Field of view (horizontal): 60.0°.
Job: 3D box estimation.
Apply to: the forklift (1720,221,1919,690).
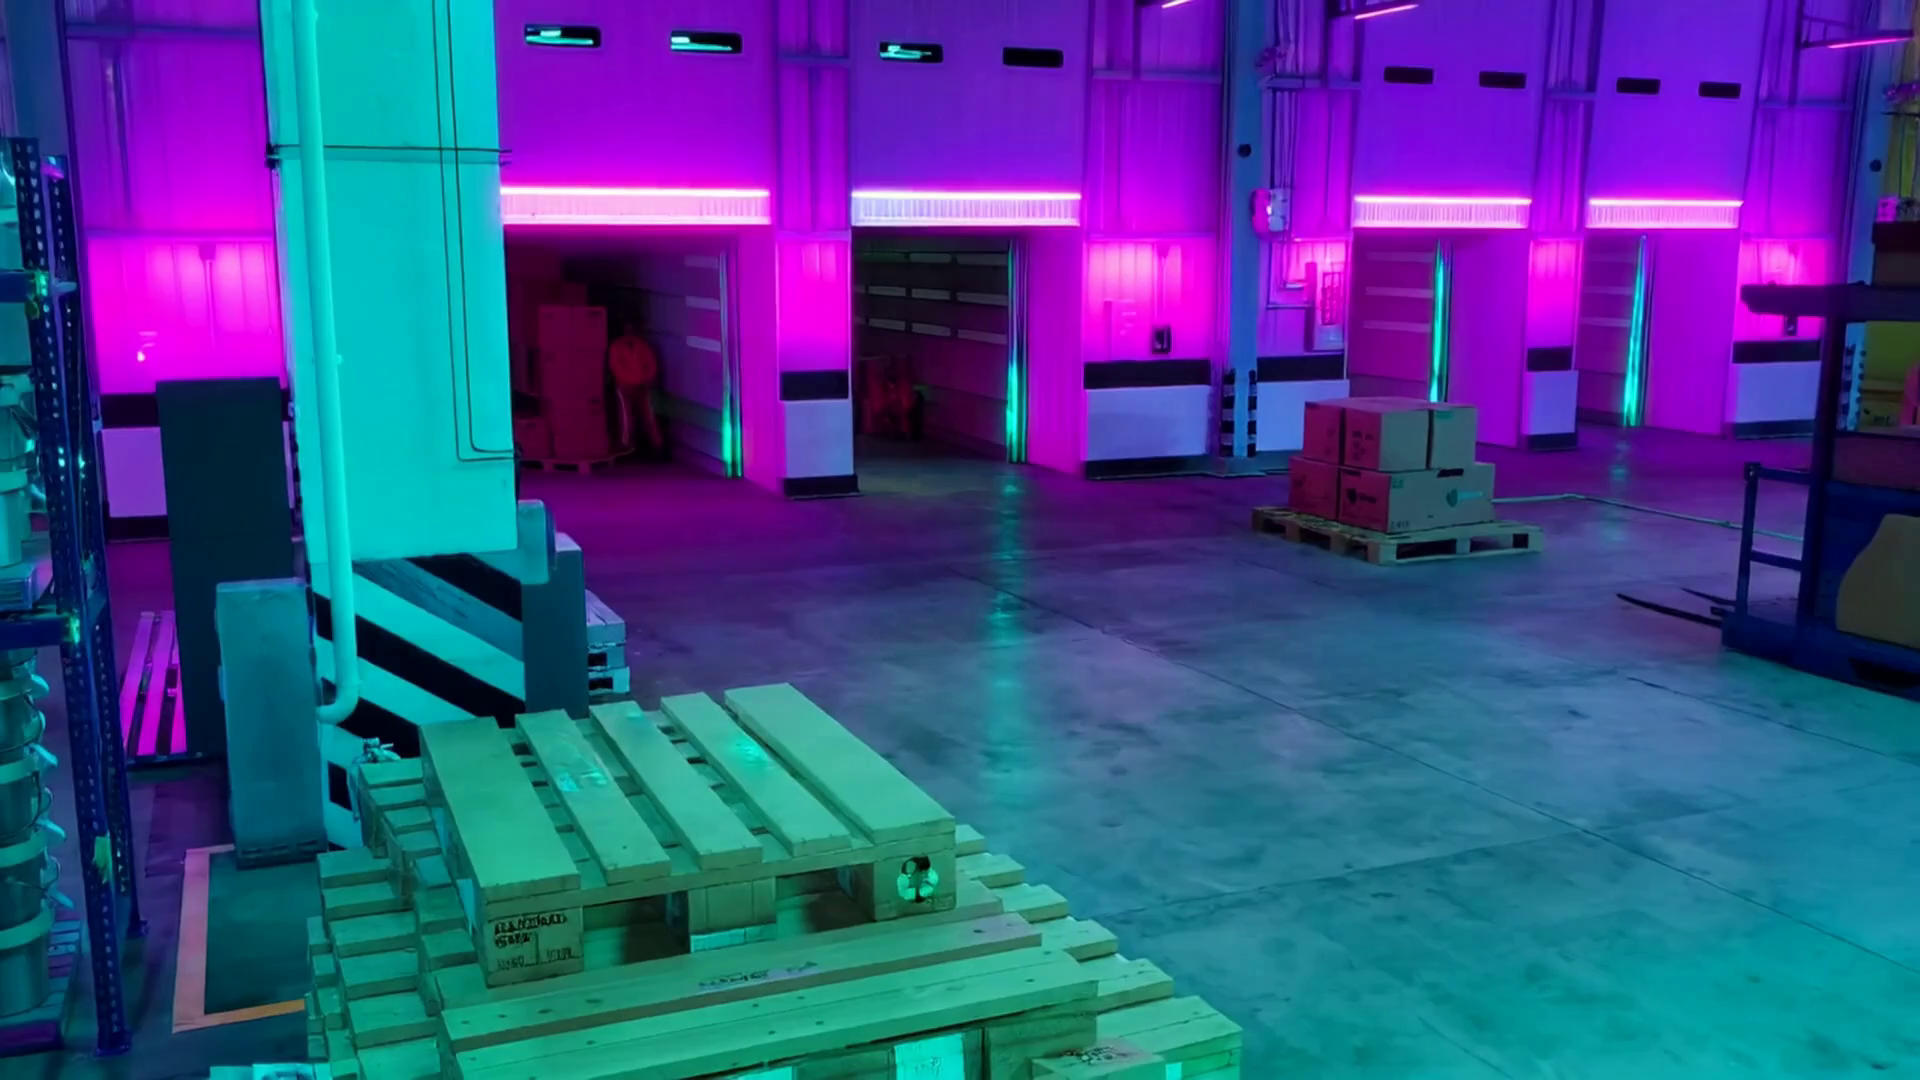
[{"bbox_3d":[5.949,-0.550,10.218,1.129,2.768,1.873,-4,11,-23],"label":"forklift"}]
